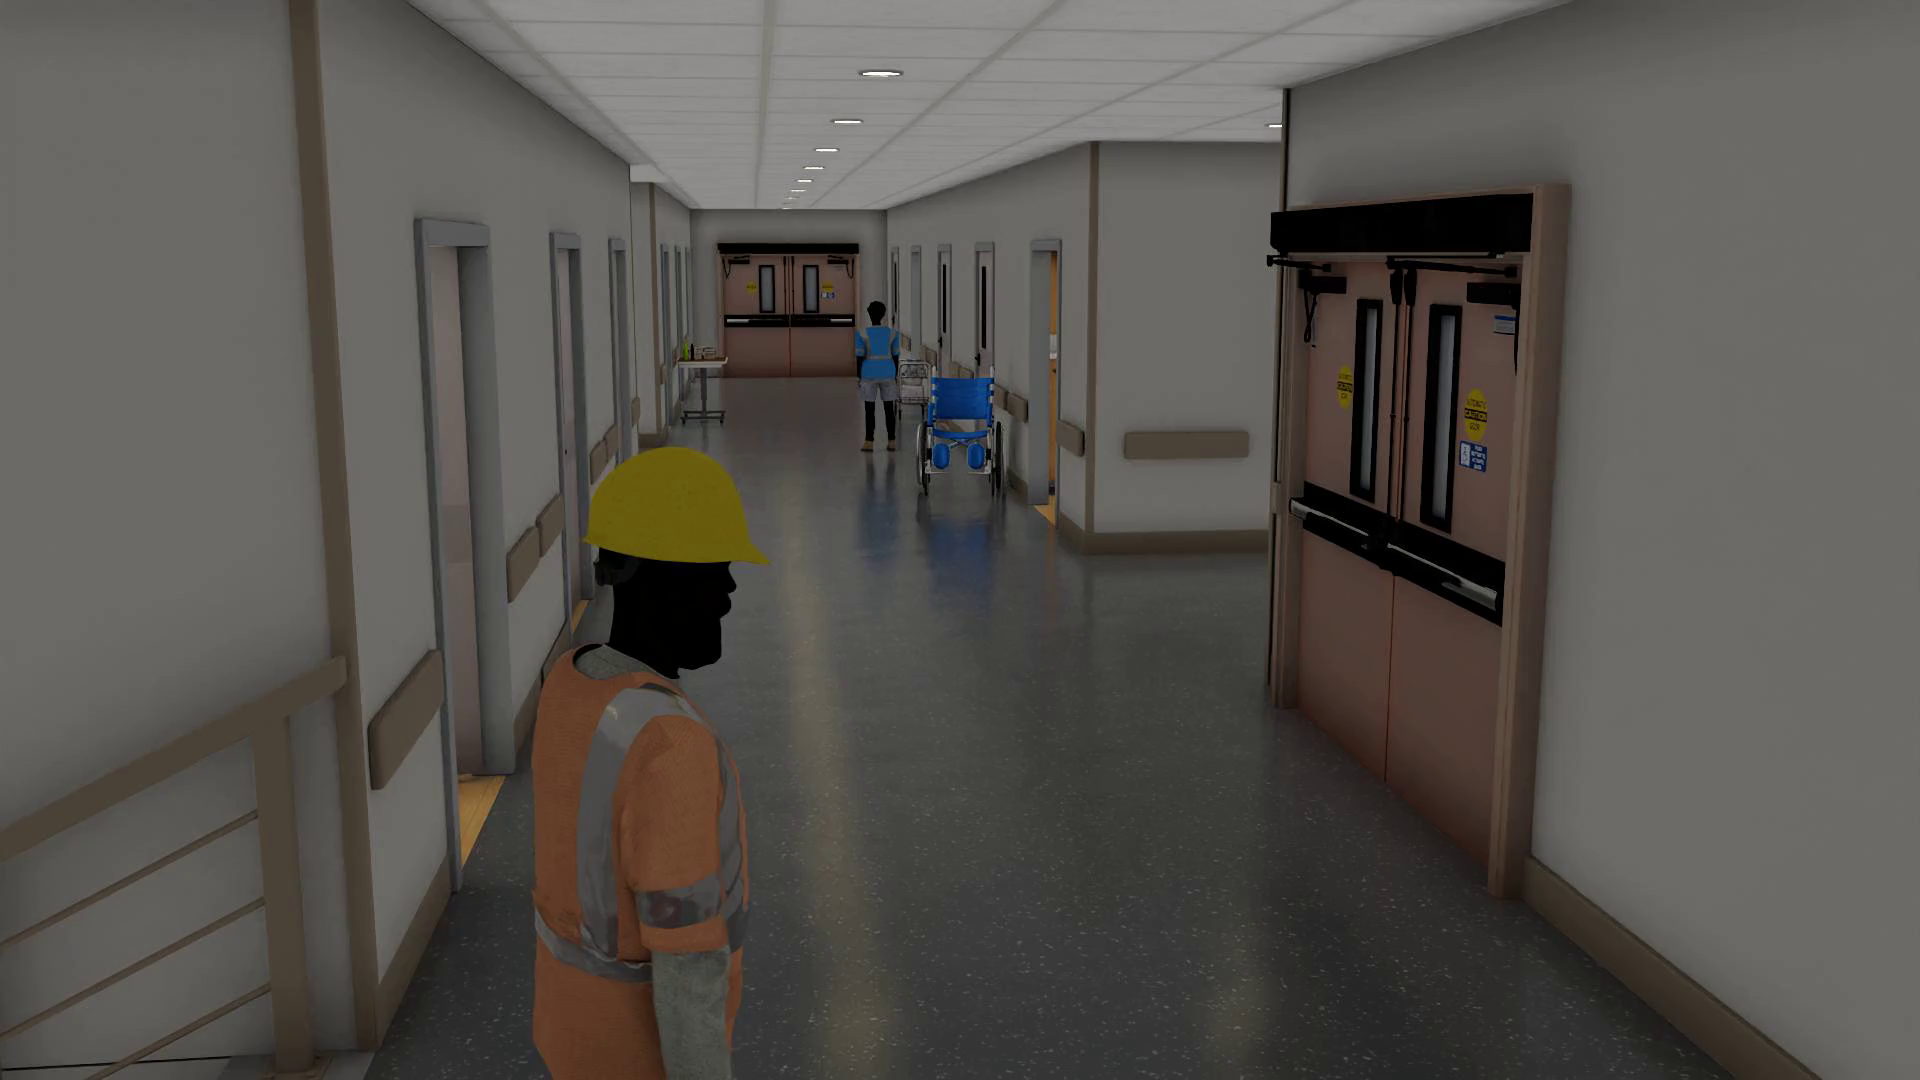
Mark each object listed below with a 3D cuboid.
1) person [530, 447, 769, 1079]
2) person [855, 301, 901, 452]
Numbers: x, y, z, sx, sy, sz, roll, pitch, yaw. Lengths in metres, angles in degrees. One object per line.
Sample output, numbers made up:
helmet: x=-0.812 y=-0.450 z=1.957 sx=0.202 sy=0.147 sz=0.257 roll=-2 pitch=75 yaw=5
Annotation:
person: x=-0.482 y=0.806 z=2.701 sx=0.398 sy=1.918 sz=0.587 roll=-5 pitch=11 yaw=-27
person: x=-0.929 y=-1.834 z=18.717 sx=0.532 sy=1.696 sz=0.319 roll=-3 pitch=10 yaw=-18
